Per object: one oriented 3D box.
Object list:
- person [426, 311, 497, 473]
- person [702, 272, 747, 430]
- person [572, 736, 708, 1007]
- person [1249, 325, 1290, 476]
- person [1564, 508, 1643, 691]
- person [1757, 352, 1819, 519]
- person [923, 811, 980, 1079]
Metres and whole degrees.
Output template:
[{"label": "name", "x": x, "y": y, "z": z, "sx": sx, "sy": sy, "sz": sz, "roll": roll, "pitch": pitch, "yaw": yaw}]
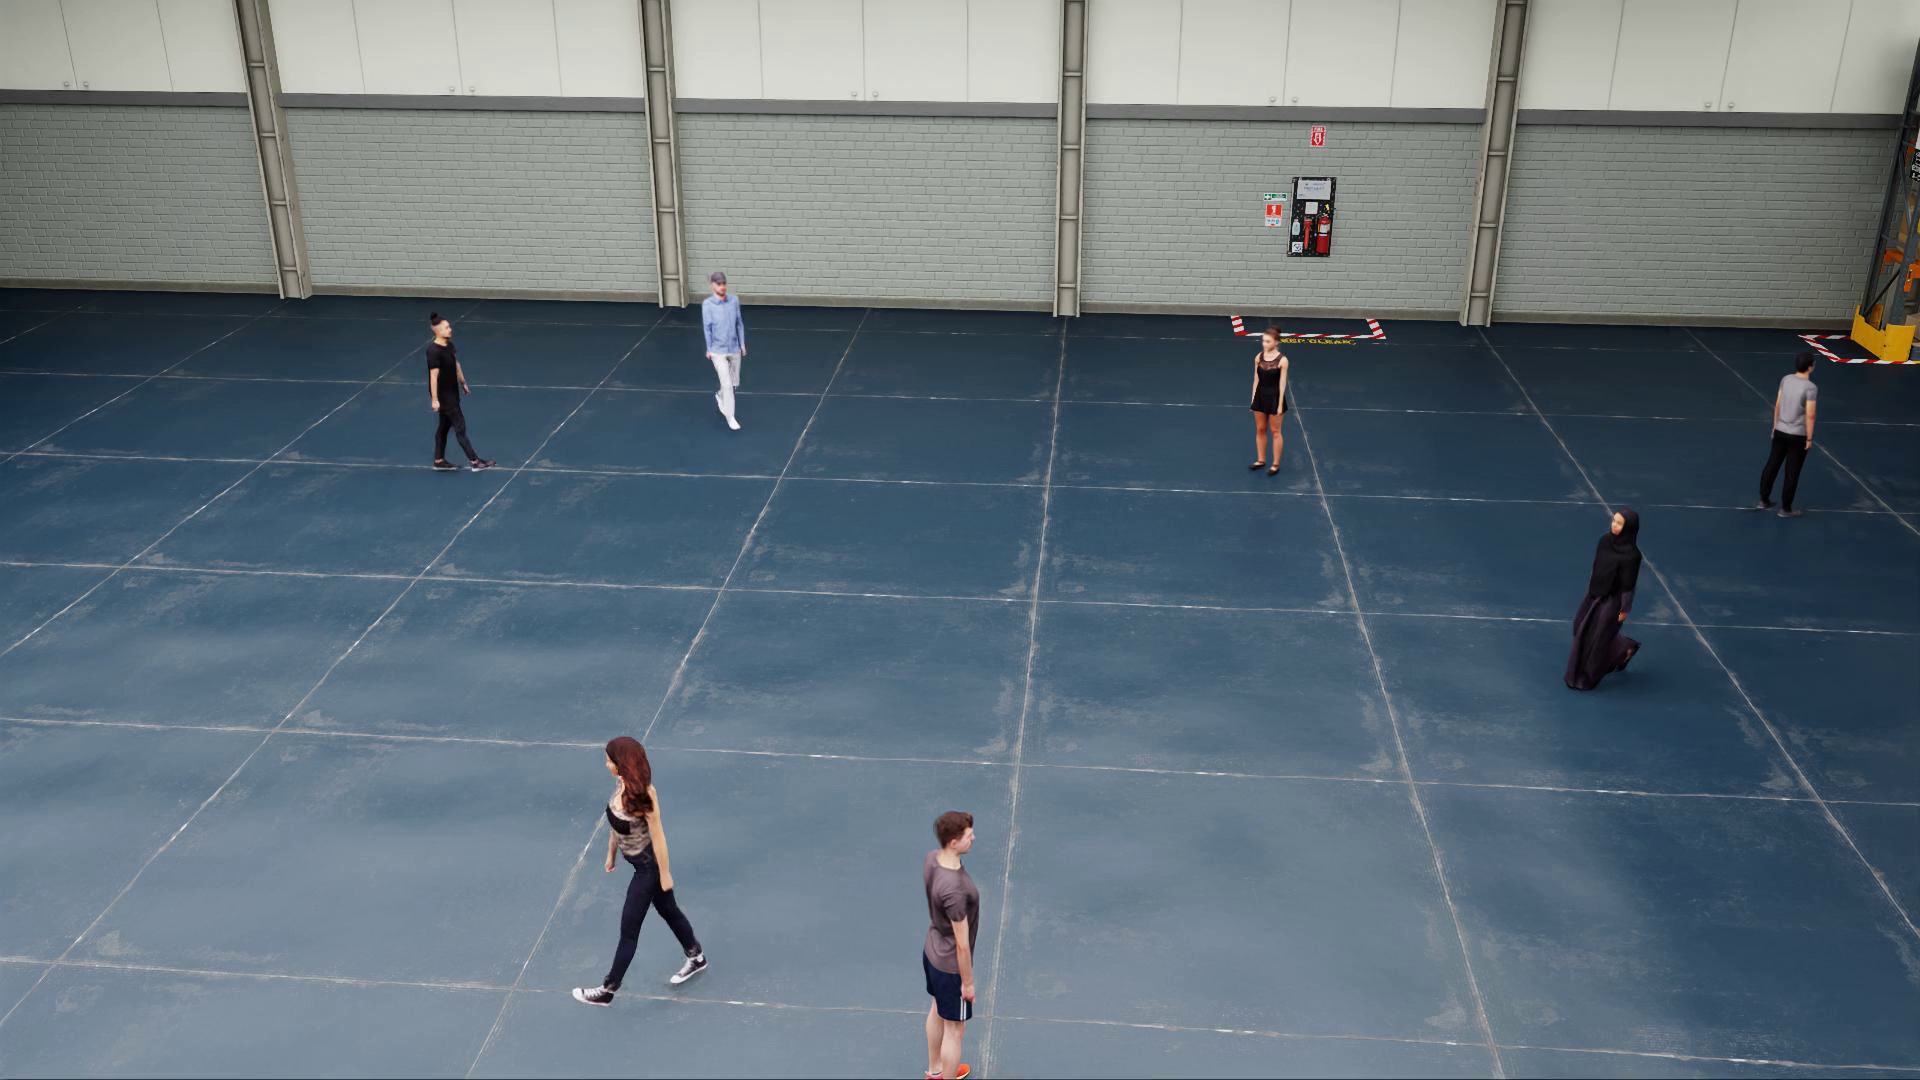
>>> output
[{"label": "person", "x": -5.794, "y": -1.630, "z": 18.474, "sx": 0.980, "sy": 1.840, "sz": 0.725, "roll": 1, "pitch": 23, "yaw": 2}, {"label": "person", "x": -2.856, "y": -2.325, "z": 20.074, "sx": 1.108, "sy": 1.868, "sz": 1.110, "roll": -14, "pitch": 27, "yaw": -30}, {"label": "person", "x": -1.825, "y": 1.971, "z": 10.148, "sx": 1.194, "sy": 1.729, "sz": 1.049, "roll": -15, "pitch": 27, "yaw": -32}, {"label": "person", "x": 3.457, "y": -1.569, "z": 18.533, "sx": 0.672, "sy": 1.680, "sz": 0.751, "roll": 20, "pitch": 30, "yaw": 38}, {"label": "person", "x": 5.447, "y": 0.476, "z": 13.828, "sx": 1.009, "sy": 1.600, "sz": 0.781, "roll": -6, "pitch": 24, "yaw": -13}, {"label": "person", "x": 8.695, "y": -1.122, "z": 17.390, "sx": 0.692, "sy": 1.754, "sz": 0.694, "roll": -10, "pitch": 25, "yaw": -22}, {"label": "person", "x": -0.062, "y": 2.311, "z": 9.183, "sx": 0.695, "sy": 1.858, "sz": 0.725, "roll": -8, "pitch": 24, "yaw": -17}]
